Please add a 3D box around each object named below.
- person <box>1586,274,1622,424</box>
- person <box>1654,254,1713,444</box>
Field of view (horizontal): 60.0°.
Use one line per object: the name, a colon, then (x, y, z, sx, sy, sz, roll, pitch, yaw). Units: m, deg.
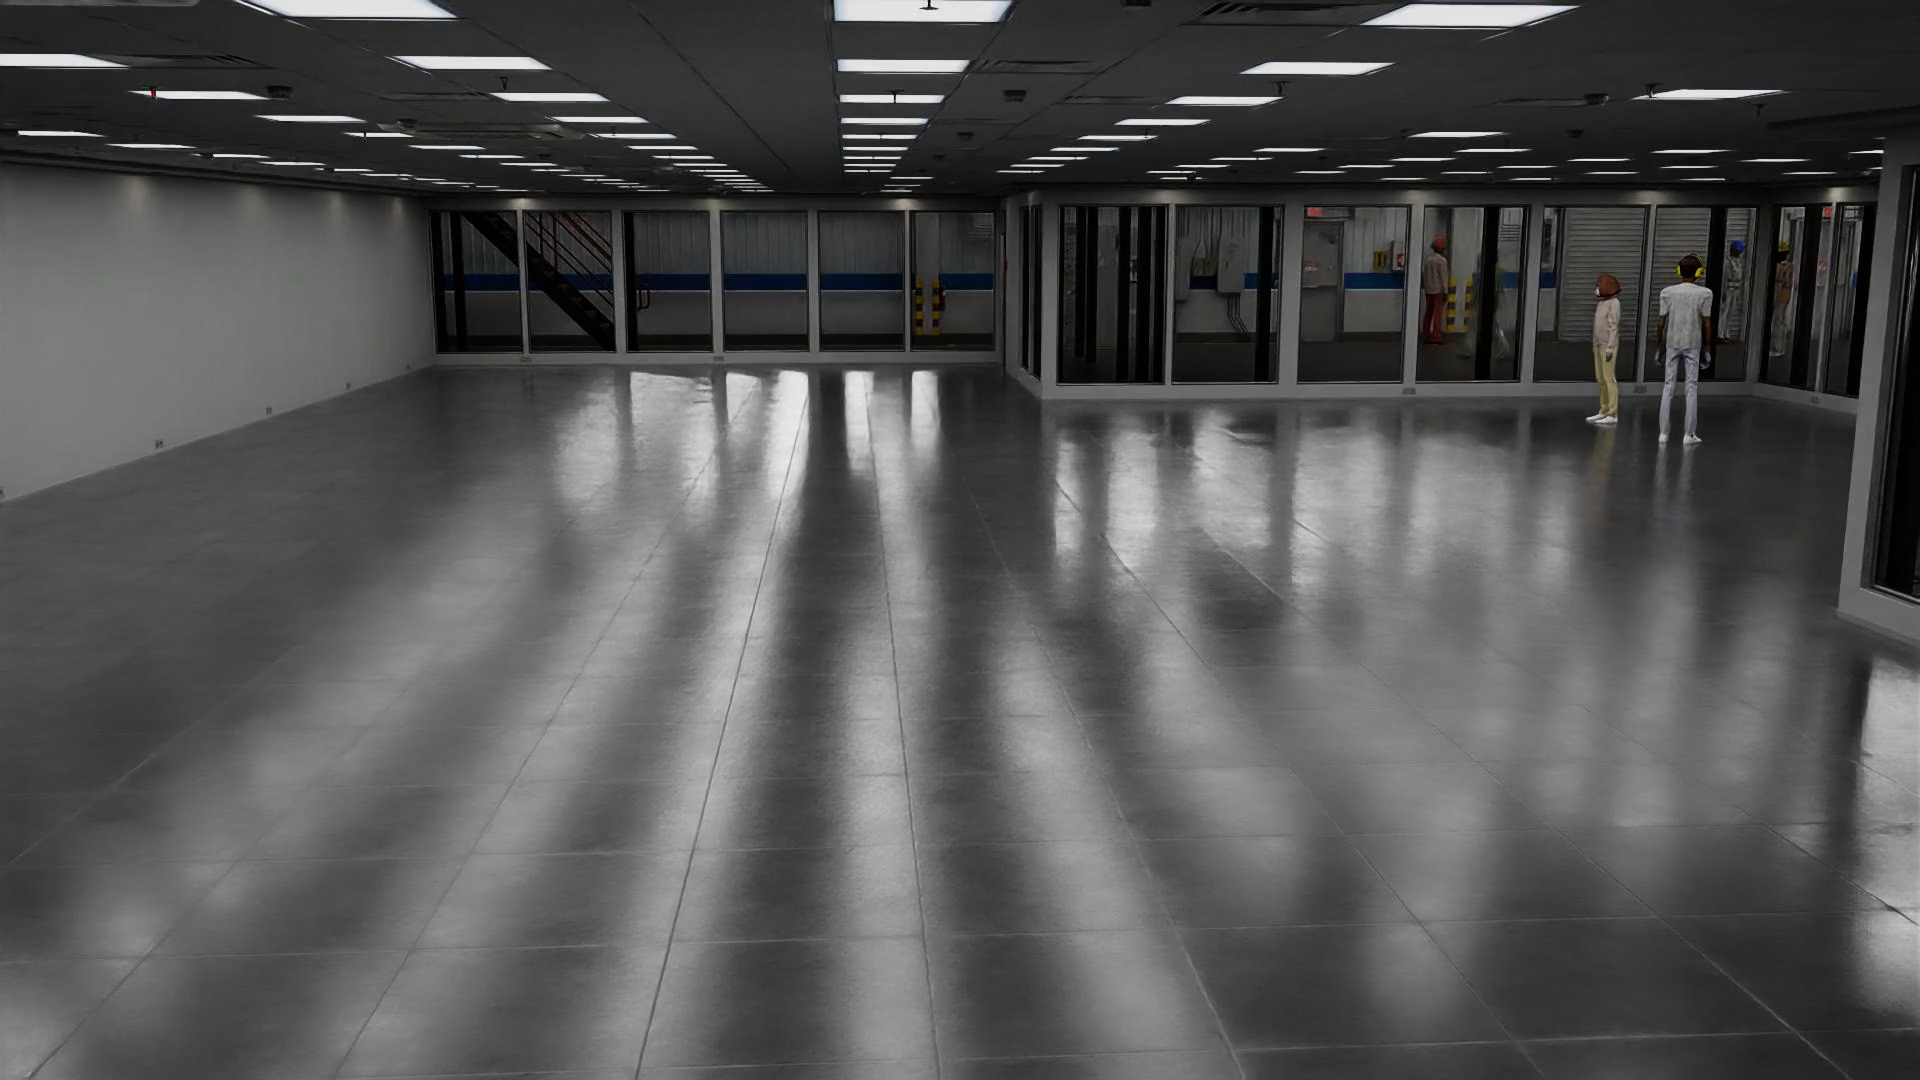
person: (7.077, -2.088, 18.219, 0.287, 1.623, 0.500, 0, 11, 1)
person: (7.137, -1.875, 16.403, 0.532, 1.870, 0.316, 7, 13, 33)
